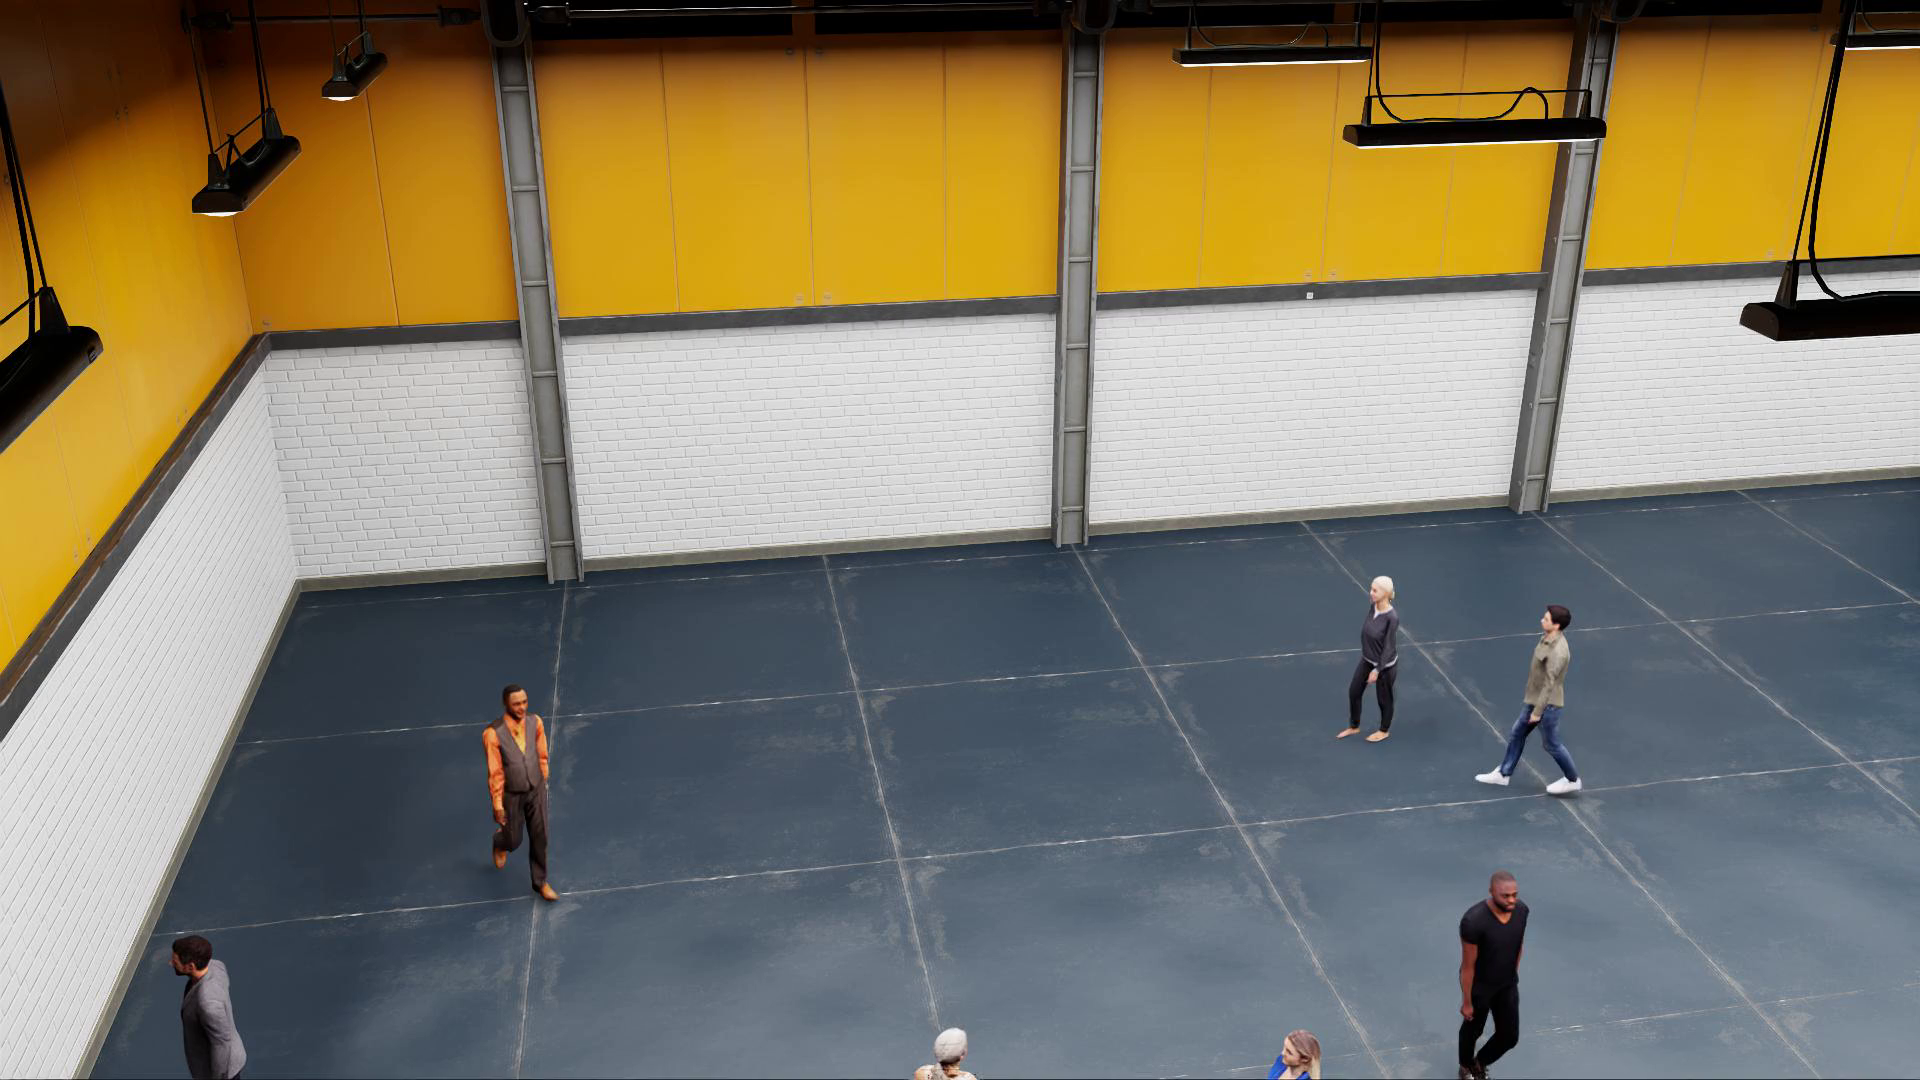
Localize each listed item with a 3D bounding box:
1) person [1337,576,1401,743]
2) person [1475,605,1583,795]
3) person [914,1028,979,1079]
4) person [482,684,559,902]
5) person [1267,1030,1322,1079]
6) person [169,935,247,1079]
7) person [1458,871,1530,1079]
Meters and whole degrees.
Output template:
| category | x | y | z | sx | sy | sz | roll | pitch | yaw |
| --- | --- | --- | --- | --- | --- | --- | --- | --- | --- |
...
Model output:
| category | x | y | z | sx | sy | sz | roll | pitch | yaw |
| --- | --- | --- | --- | --- | --- | --- | --- | --- | --- |
| person | 4.007 | 1.118 | 15.618 | 0.812 | 1.706 | 0.706 | -11 | 26 | -24 |
| person | 5.262 | 1.456 | 14.692 | 1.245 | 1.828 | 0.952 | 4 | 24 | 8 |
| person | -0.099 | 3.678 | 9.815 | 1.197 | 1.663 | 1.077 | 9 | 25 | 20 |
| person | -3.586 | 1.997 | 13.378 | 1.100 | 1.889 | 1.053 | -18 | 30 | -36 |
| person | 1.966 | 3.619 | 9.902 | 0.589 | 1.701 | 0.658 | -8 | 25 | -17 |
| person | -4.676 | 3.272 | 10.483 | 0.675 | 1.873 | 0.741 | -10 | 25 | -21 |
| person | 3.523 | 2.966 | 11.265 | 0.605 | 1.805 | 0.746 | -6 | 24 | -14 |
